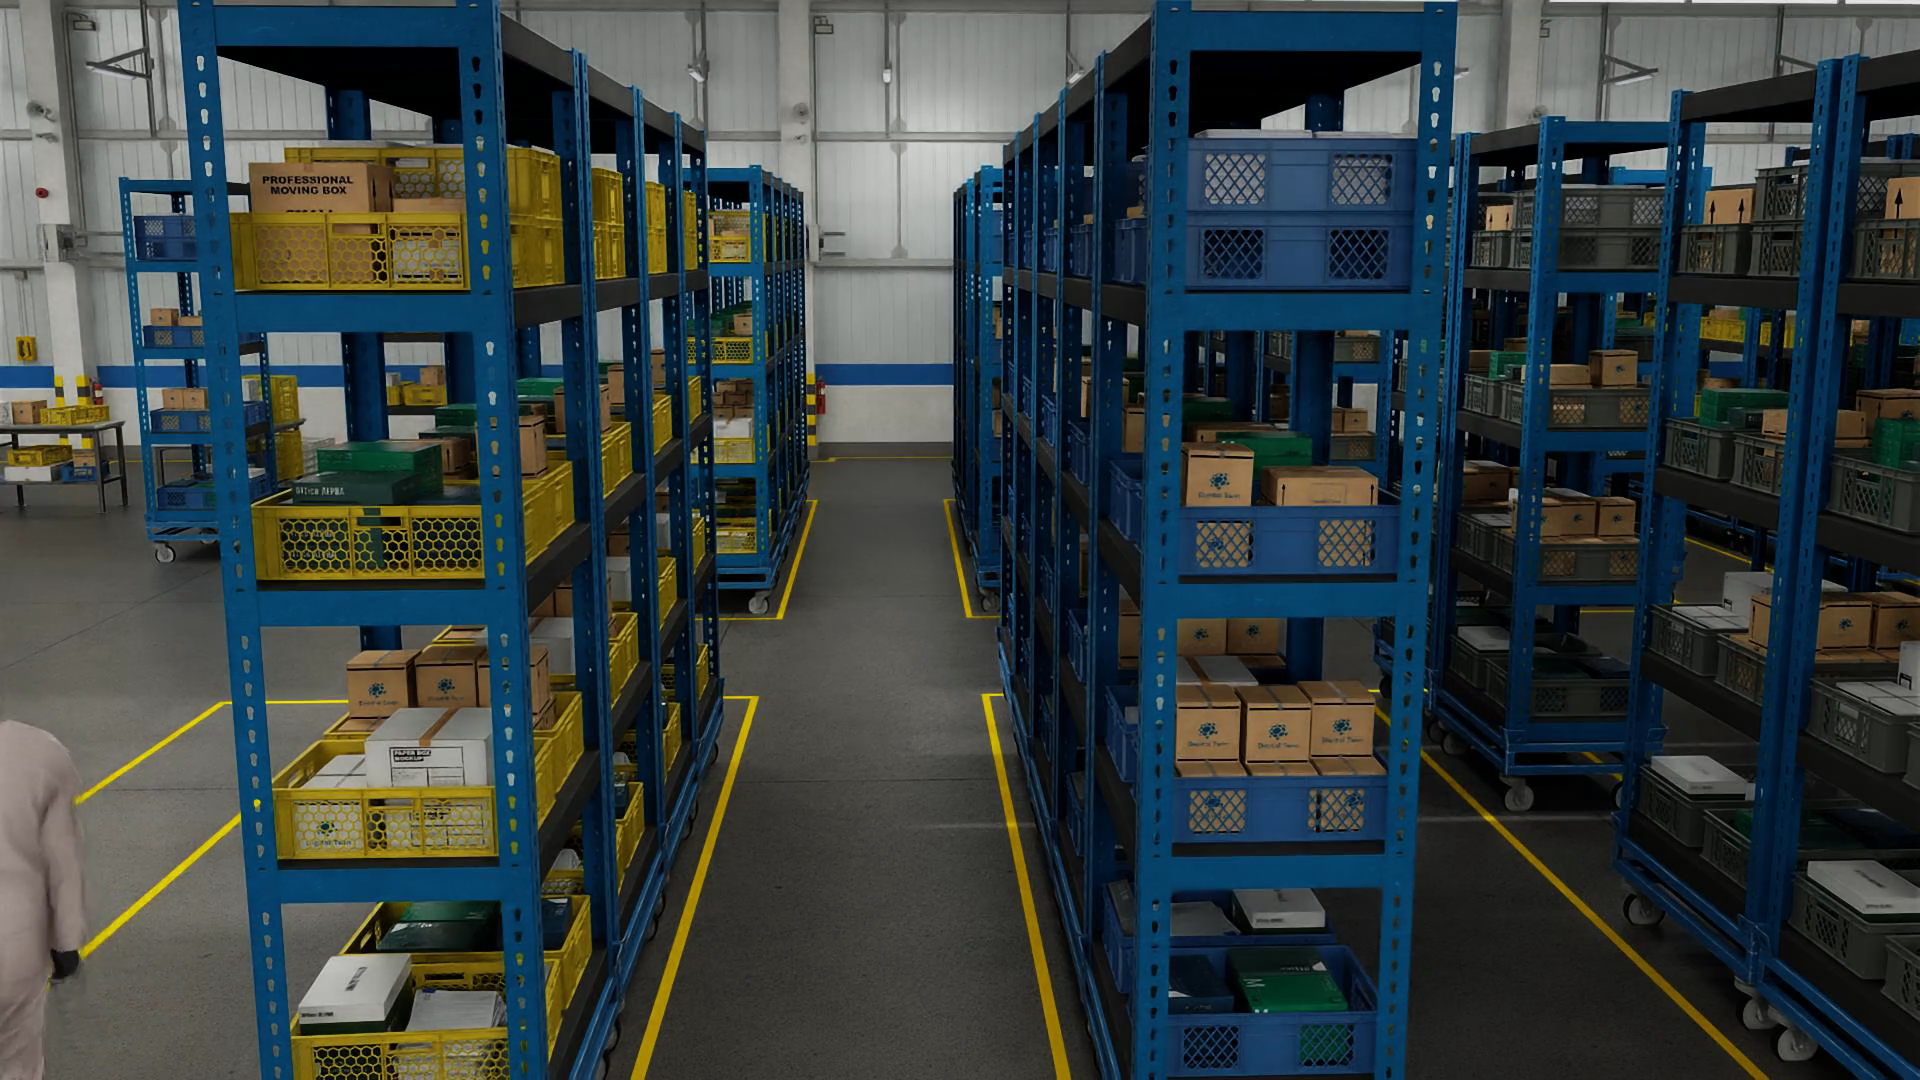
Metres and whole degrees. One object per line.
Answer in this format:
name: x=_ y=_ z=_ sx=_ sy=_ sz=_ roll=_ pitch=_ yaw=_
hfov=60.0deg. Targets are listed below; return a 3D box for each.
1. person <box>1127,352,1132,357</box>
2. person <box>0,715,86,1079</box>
person: x=1.827 y=-1.260 z=19.007 sx=0.586 sy=1.817 sz=0.449 roll=1 pitch=10 yaw=7
person: x=-2.859 y=1.192 z=4.807 sx=0.656 sy=1.893 sz=0.586 roll=-10 pitch=14 yaw=-44
